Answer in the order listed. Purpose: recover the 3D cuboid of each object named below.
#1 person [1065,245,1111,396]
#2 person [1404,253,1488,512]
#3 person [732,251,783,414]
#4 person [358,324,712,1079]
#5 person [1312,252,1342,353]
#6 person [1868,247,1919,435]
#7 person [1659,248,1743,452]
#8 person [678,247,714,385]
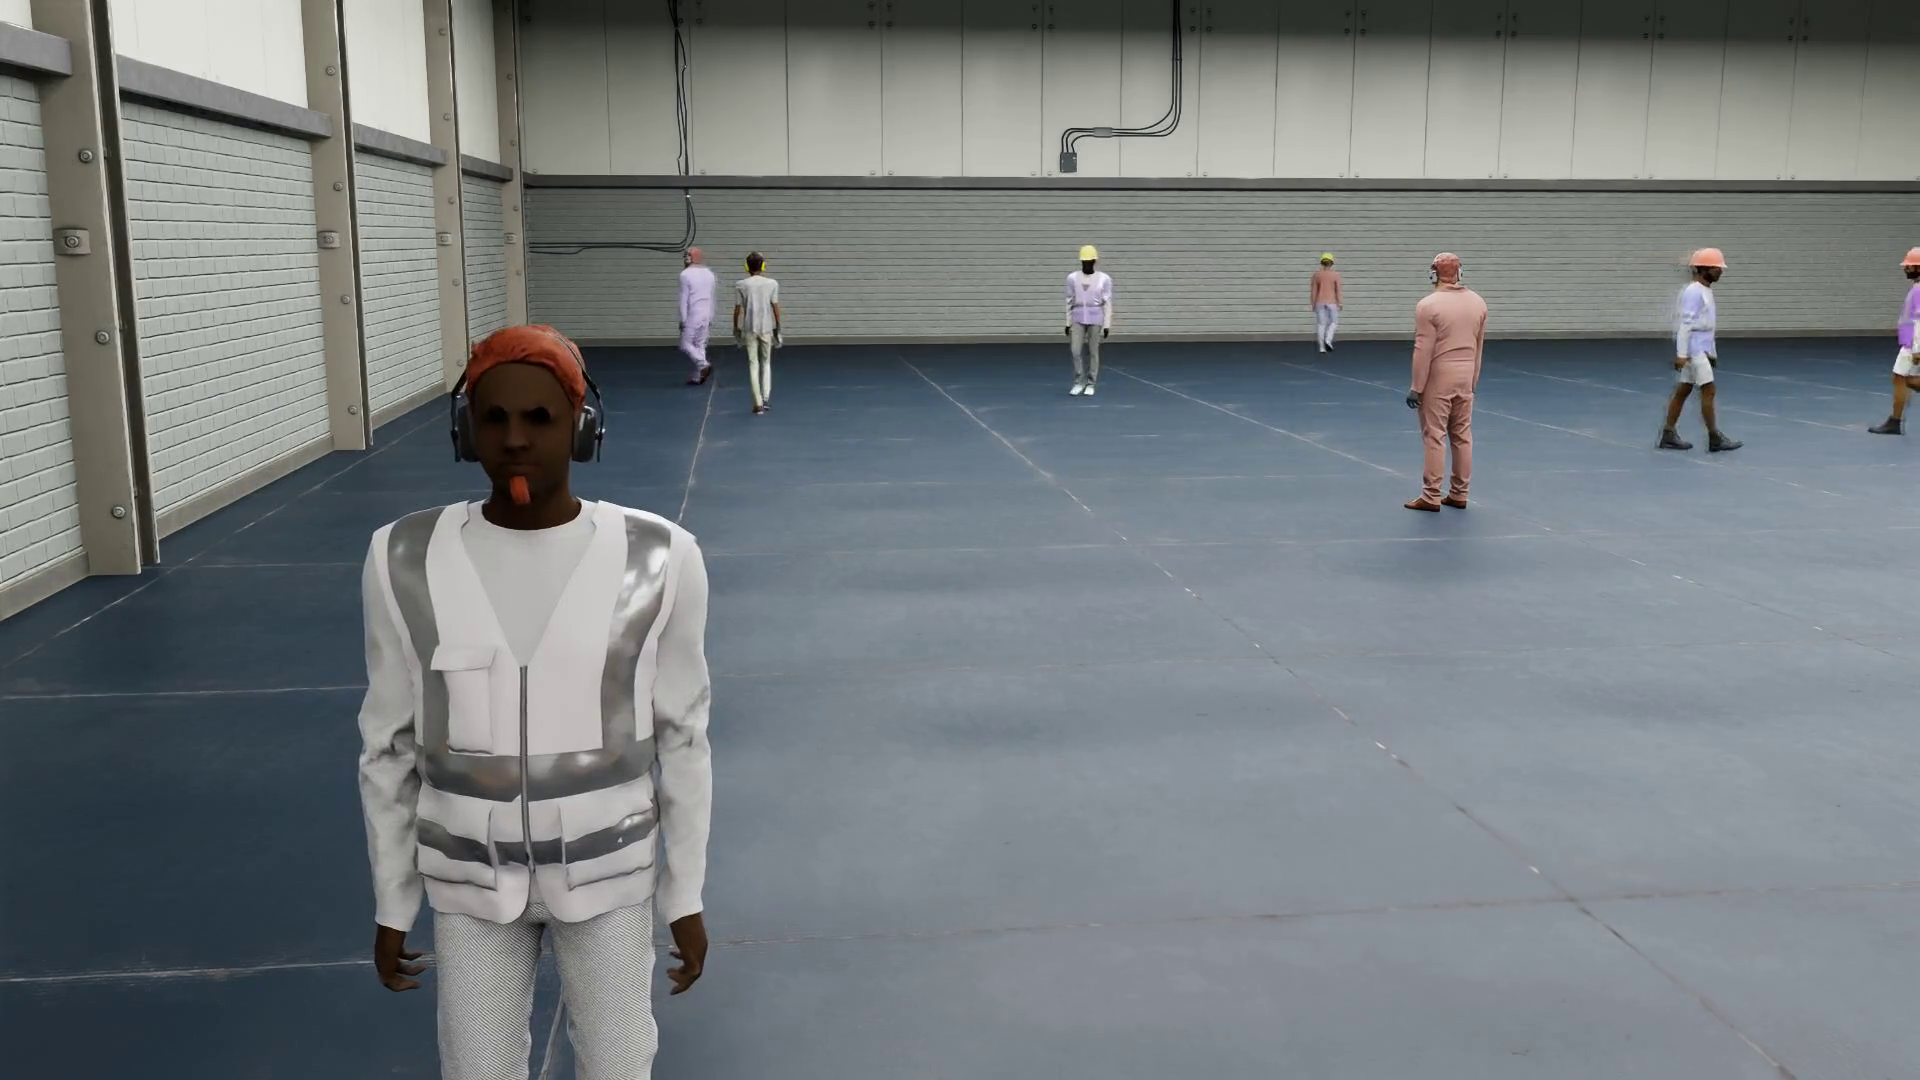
[{"bbox_3d":[1.599,-2.775,21.140,0.622,1.903,0.682,3,11,18],"label":"person"},{"bbox_3d":[3.568,-1.160,12.314,0.637,1.904,0.403,-5,12,-26],"label":"person"},{"bbox_3d":[-2.353,-2.396,19.225,0.565,1.847,0.673,-2,11,-13],"label":"person"},{"bbox_3d":[-0.701,0.586,2.793,0.575,1.884,0.355,-1,10,-7],"label":"person"},{"bbox_3d":[6.394,-4.129,28.979,0.558,1.748,0.384,5,12,28],"label":"person"},{"bbox_3d":[9.772,-2.009,16.915,0.722,1.922,0.555,7,12,33],"label":"person"},{"bbox_3d":[7.073,-1.775,15.657,0.874,1.905,0.581,7,12,34],"label":"person"},{"bbox_3d":[-3.558,-3.018,22.536,0.537,1.893,0.655,7,12,33],"label":"person"}]
